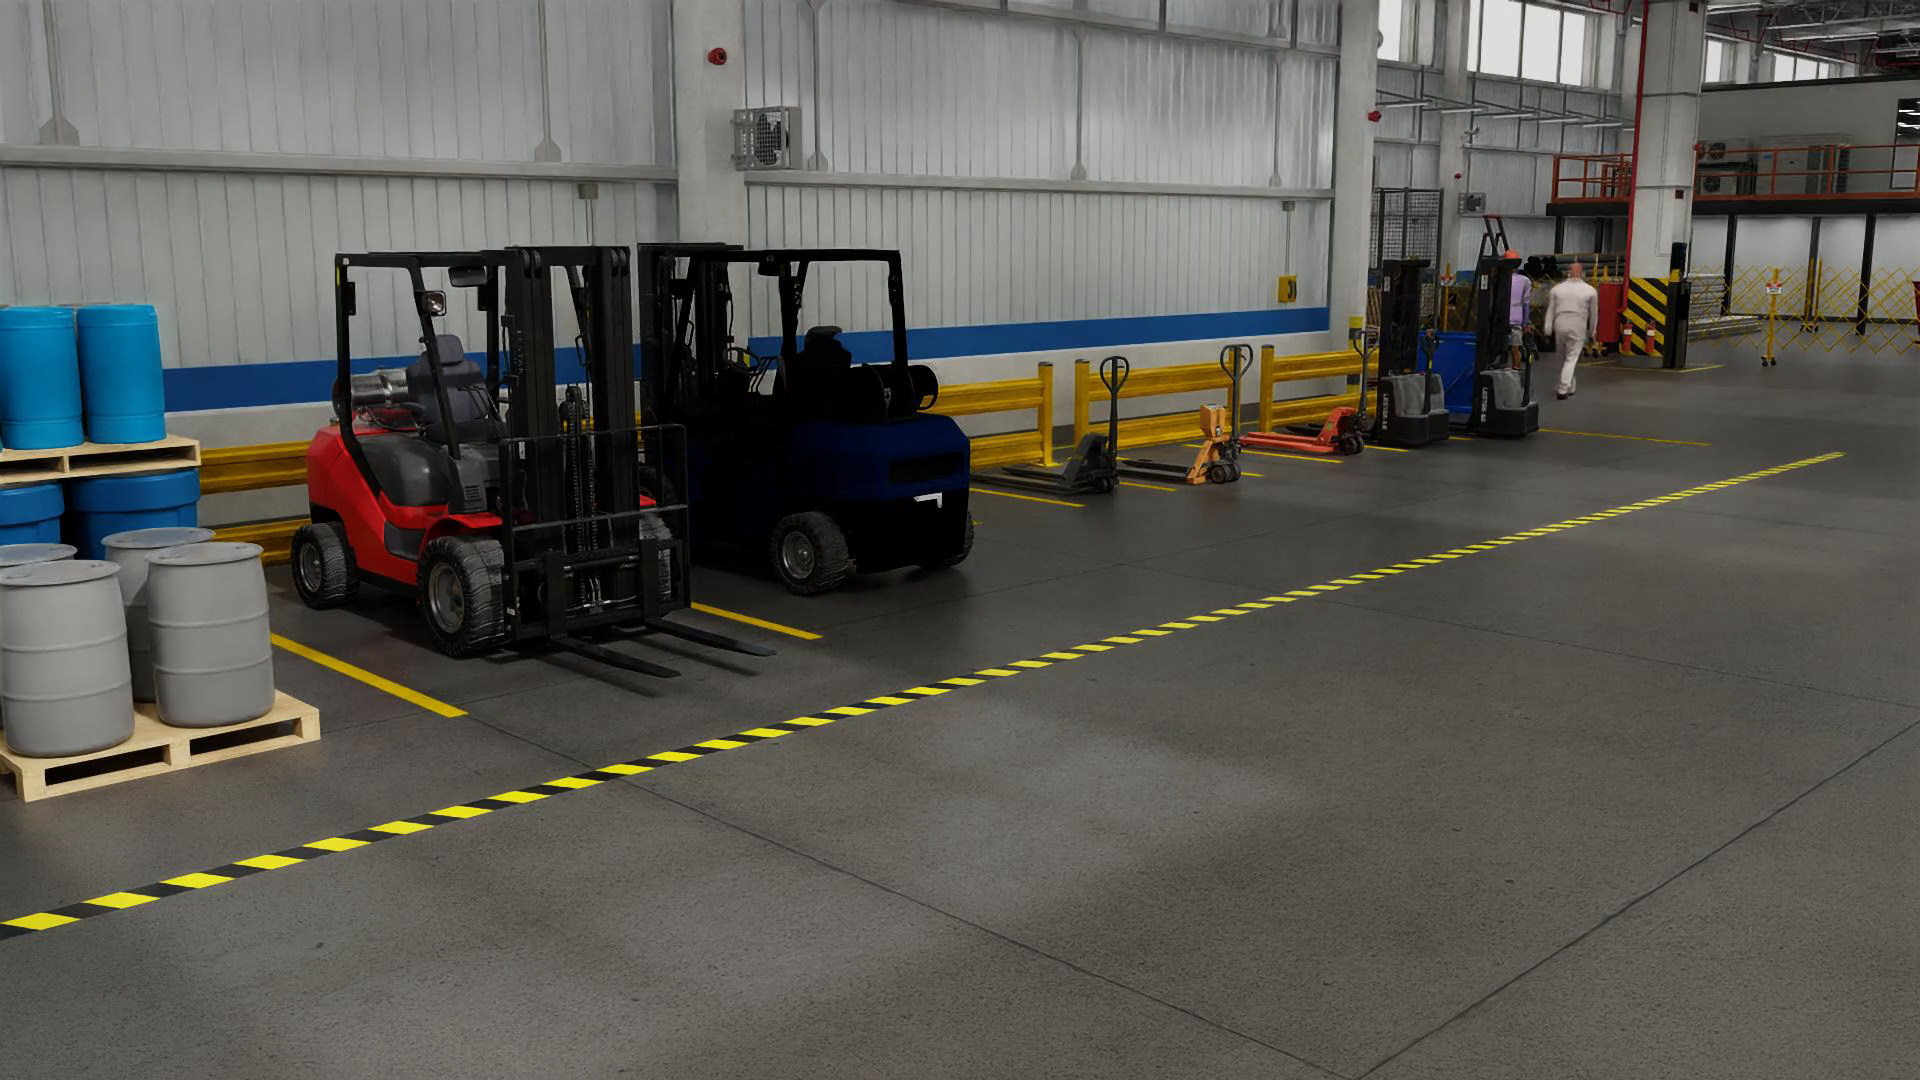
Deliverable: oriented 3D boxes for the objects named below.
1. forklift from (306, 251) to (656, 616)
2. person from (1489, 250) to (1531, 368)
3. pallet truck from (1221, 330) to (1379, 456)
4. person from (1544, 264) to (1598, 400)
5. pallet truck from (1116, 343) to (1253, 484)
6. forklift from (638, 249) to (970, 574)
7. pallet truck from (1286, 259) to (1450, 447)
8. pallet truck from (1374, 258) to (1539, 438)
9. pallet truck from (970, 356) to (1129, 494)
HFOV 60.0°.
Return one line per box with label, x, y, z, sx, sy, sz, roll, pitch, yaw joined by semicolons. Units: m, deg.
forklift;-2.833;-0.669;9.694;1.157;1.987;2.680;-10;14;-44
person;7.896;-3.154;23.986;0.601;2.035;0.414;-2;11;-9
pallet truck;3.563;-1.581;17.381;0.653;1.274;1.630;-10;14;-44
person;8.414;-2.863;22.911;0.653;1.838;0.992;8;13;36
pallet truck;1.962;-1.215;15.415;1.522;1.261;0.704;10;14;43
forklift;-1.173;-0.958;11.239;2.680;1.987;1.157;10;14;43
pallet truck;4.493;-2.078;18.196;0.823;1.965;1.885;-9;14;-40
pallet truck;5.704;-2.208;18.901;1.885;1.965;0.823;10;14;43
pallet truck;0.784;-1.085;14.876;0.680;1.201;1.601;-10;14;-44
